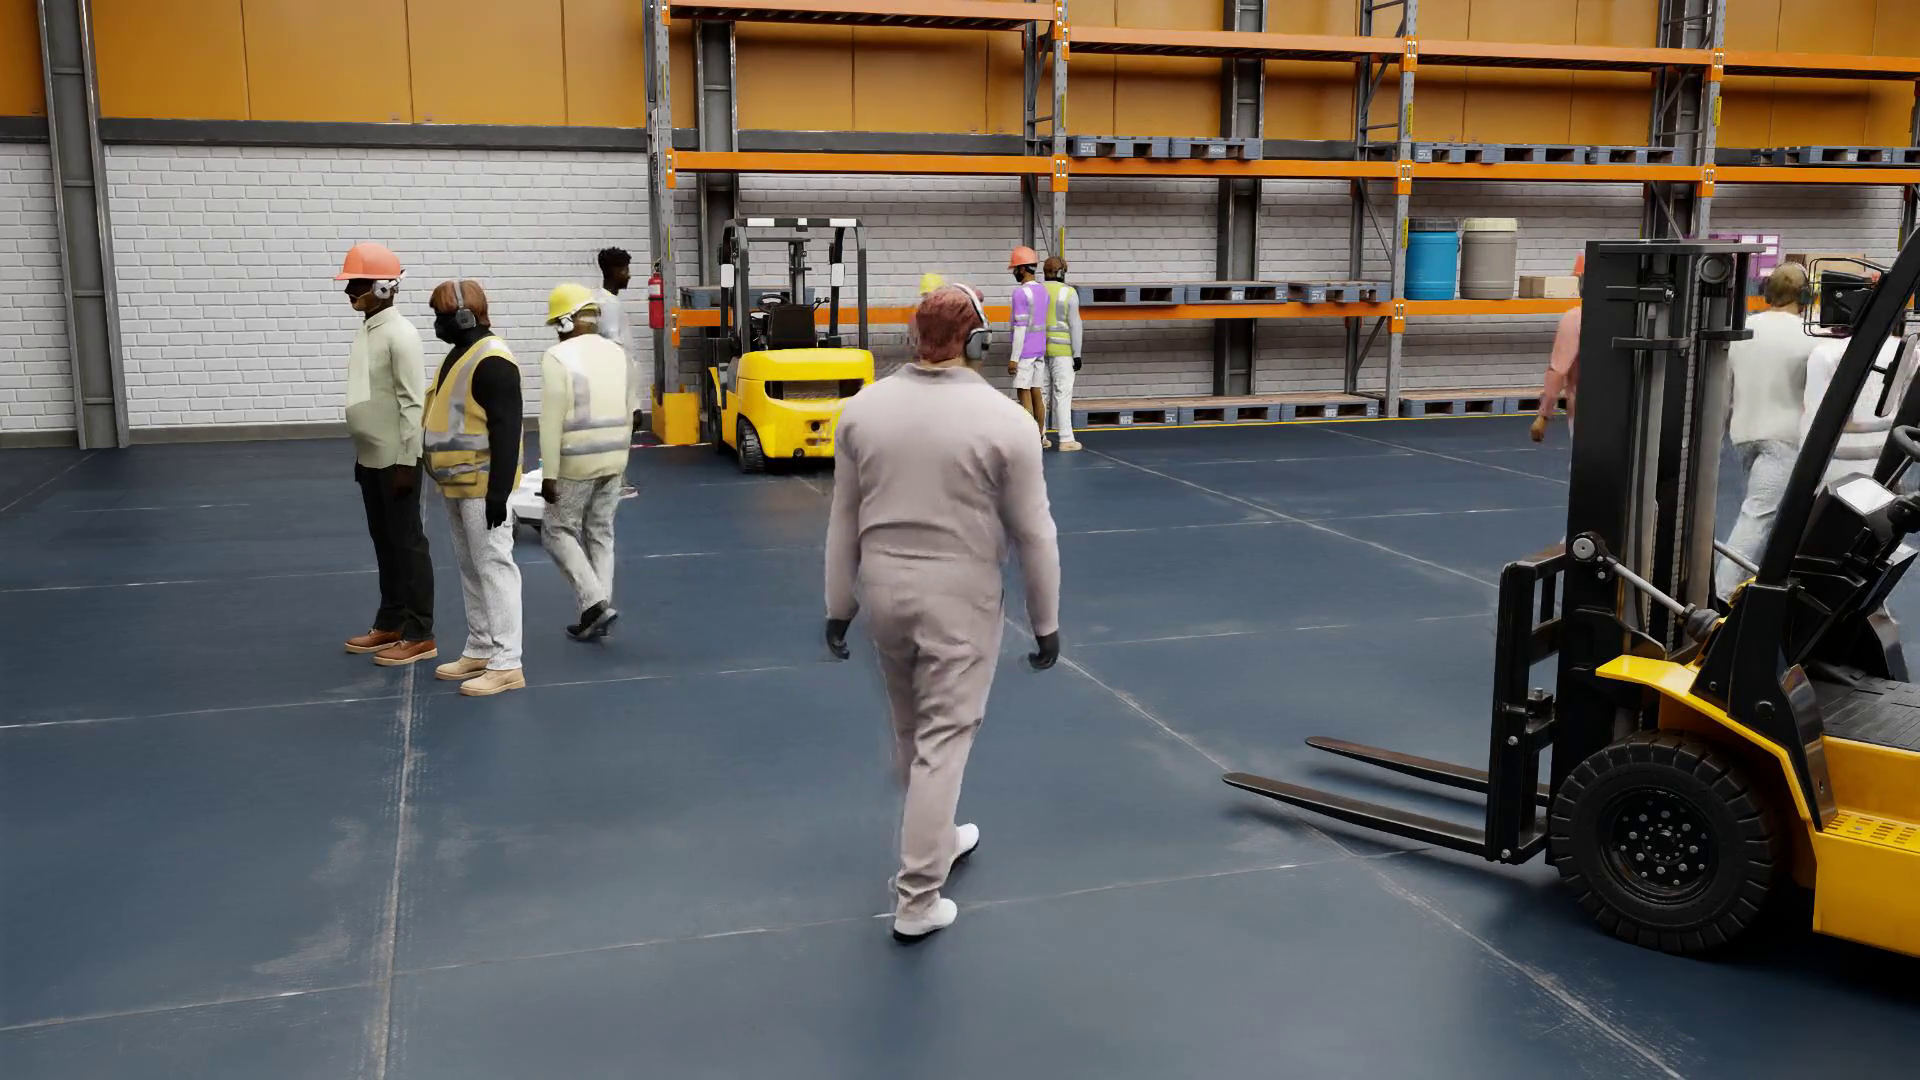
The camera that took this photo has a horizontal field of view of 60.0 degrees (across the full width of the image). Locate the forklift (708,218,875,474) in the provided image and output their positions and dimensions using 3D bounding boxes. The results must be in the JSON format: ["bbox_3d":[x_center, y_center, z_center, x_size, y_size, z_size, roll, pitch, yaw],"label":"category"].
[{"bbox_3d":[-1.522,-1.778,14.899,1.214,2.155,2.313,-3,11,-17],"label":"forklift"}]

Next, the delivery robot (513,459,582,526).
[{"bbox_3d":[-2.732,-0.300,11.036,0.707,0.478,0.477,6,12,28],"label":"delivery robot"}]

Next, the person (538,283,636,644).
[{"bbox_3d":[-1.868,-0.367,8.264,0.478,1.795,0.628,7,12,34],"label":"person"}]

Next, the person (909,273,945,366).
[{"bbox_3d":[-0.175,-1.446,14.377,0.528,1.724,0.861,3,11,16],"label":"person"}]

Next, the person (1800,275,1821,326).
[{"bbox_3d":[6.379,-1.142,12.626,0.408,1.750,0.551,3,11,14],"label":"person"}]

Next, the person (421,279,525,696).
[{"bbox_3d":[-2.168,-0.234,7.417,0.429,1.836,0.636,-7,12,-34],"label":"person"}]

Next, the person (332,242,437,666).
[{"bbox_3d":[-2.739,-0.407,7.930,0.378,1.995,0.612,-9,14,-40],"label":"person"}]

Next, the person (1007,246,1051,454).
[{"bbox_3d":[0.604,-1.728,15.334,0.358,1.937,0.544,6,12,28],"label":"person"}]

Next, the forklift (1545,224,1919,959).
[{"bbox_3d":[2.909,0.117,4.508,2.313,2.155,1.214,9,14,40],"label":"forklift"}]

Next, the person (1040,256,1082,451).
[{"bbox_3d":[0.899,-1.763,15.801,0.619,1.838,0.430,7,12,34],"label":"person"}]

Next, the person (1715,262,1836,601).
[{"bbox_3d":[4.333,-0.511,8.791,1.037,1.882,0.651,-6,12,-28],"label":"person"}]

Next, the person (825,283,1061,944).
[{"bbox_3d":[-0.022,0.190,4.960,0.686,1.879,0.873,5,12,27],"label":"person"}]

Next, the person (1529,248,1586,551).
[{"bbox_3d":[3.704,-0.767,9.963,0.622,1.961,0.819,-6,12,-30],"label":"person"}]

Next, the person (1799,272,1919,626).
[{"bbox_3d":[4.177,-0.303,7.723,0.582,1.865,0.666,-2,10,-9],"label":"person"}]

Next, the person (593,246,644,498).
[{"bbox_3d":[-2.661,-1.279,12.848,0.436,1.951,0.602,-1,10,-8],"label":"person"}]
